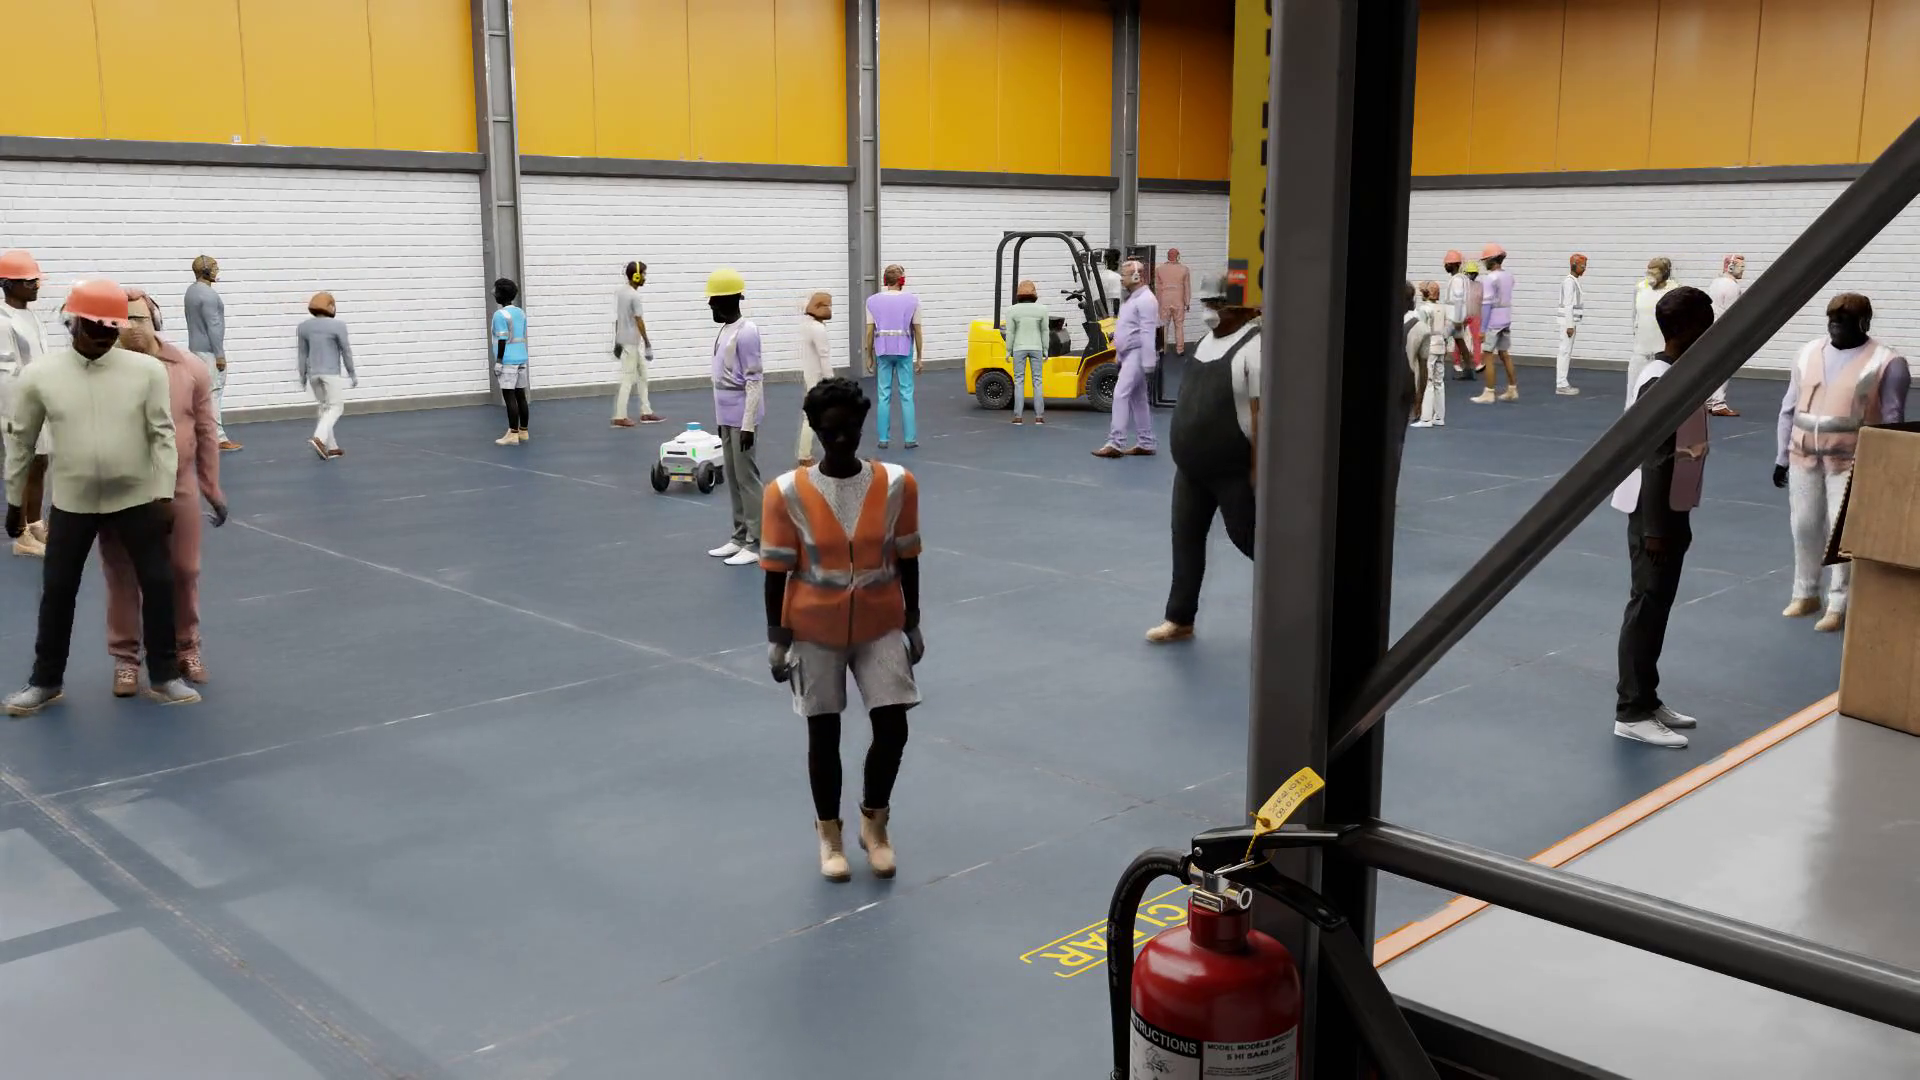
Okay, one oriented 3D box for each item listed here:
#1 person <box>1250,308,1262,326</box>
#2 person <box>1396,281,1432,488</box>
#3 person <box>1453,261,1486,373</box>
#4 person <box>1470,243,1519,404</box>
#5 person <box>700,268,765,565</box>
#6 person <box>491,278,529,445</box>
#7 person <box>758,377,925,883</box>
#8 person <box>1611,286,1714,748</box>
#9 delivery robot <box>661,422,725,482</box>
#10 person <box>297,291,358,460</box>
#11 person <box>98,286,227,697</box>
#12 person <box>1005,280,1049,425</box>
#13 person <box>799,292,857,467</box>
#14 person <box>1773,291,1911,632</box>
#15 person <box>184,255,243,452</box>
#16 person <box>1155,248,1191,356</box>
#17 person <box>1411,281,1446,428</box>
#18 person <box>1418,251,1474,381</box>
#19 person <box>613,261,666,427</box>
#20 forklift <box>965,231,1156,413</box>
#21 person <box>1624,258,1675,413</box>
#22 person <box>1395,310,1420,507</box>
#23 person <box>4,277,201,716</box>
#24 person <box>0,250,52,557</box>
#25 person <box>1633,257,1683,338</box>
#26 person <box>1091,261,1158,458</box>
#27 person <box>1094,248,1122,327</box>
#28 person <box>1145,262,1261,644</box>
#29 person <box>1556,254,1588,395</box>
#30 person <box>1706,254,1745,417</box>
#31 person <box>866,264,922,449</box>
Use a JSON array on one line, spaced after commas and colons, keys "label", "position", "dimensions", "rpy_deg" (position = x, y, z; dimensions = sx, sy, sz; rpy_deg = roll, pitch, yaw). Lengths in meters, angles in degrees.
[{"label": "person", "position": [4.310, -3.258, 24.522], "dimensions": [0.622, 1.819, 0.671], "rpy_deg": [0, 10, 0]}, {"label": "person", "position": [3.334, -1.091, 12.804], "dimensions": [0.519, 1.772, 0.960], "rpy_deg": [2, 11, 13]}, {"label": "person", "position": [7.890, -3.437, 25.738], "dimensions": [0.542, 1.714, 0.938], "rpy_deg": [-1, 10, -5]}, {"label": "person", "position": [6.799, -2.747, 21.155], "dimensions": [0.667, 2.038, 0.443], "rpy_deg": [-10, 14, -42]}, {"label": "person", "position": [-1.468, -0.797, 10.809], "dimensions": [0.382, 1.923, 0.593], "rpy_deg": [-5, 11, -24]}, {"label": "person", "position": [-4.600, -1.816, 16.982], "dimensions": [0.315, 1.697, 0.541], "rpy_deg": [2, 11, 11]}, {"label": "person", "position": [-0.375, 0.310, 5.418], "dimensions": [0.558, 1.679, 0.423], "rpy_deg": [-2, 11, -12]}, {"label": "person", "position": [2.977, -0.103, 7.049], "dimensions": [0.390, 1.917, 0.591], "rpy_deg": [6, 12, 30]}, {"label": "delivery robot", "position": [-2.236, -0.748, 14.020], "dimensions": [0.477, 0.478, 0.707], "rpy_deg": [3, 11, 15]}, {"label": "person", "position": [-6.056, -1.559, 15.796], "dimensions": [0.522, 1.610, 0.627], "rpy_deg": [2, 11, 11]}, {"label": "person", "position": [-3.800, -0.229, 7.772], "dimensions": [0.654, 1.908, 0.401], "rpy_deg": [-7, 13, -34]}, {"label": "person", "position": [0.759, -2.116, 18.794], "dimensions": [0.499, 1.633, 0.281], "rpy_deg": [-1, 10, -3]}, {"label": "person", "position": [-1.198, -1.465, 15.309], "dimensions": [0.681, 1.608, 0.520], "rpy_deg": [-2, 11, -10]}, {"label": "person", "position": [4.762, -0.430, 9.074], "dimensions": [0.429, 1.849, 0.635], "rpy_deg": [-7, 13, -34]}, {"label": "person", "position": [-7.427, -1.841, 16.461], "dimensions": [0.370, 1.941, 0.627], "rpy_deg": [-9, 14, -42]}, {"label": "person", "position": [3.755, -4.197, 29.398], "dimensions": [0.645, 1.907, 0.400], "rpy_deg": [3, 11, 16]}, {"label": "person", "position": [5.229, -2.062, 18.516], "dimensions": [0.521, 1.631, 0.324], "rpy_deg": [-10, 14, -43]}, {"label": "person", "position": [7.137, -3.279, 24.421], "dimensions": [0.938, 1.892, 0.562], "rpy_deg": [4, 11, 20]}, {"label": "person", "position": [-3.563, -2.186, 18.617], "dimensions": [0.791, 1.834, 0.534], "rpy_deg": [-6, 12, -31]}, {"label": "forklift", "position": [1.222, -2.721, 20.561], "dimensions": [2.313, 2.155, 1.214], "rpy_deg": [2, 11, 13]}, {"label": "person", "position": [7.042, -1.902, 16.892], "dimensions": [0.843, 1.909, 0.649], "rpy_deg": [-4, 11, -22]}, {"label": "person", "position": [3.305, -1.197, 13.100], "dimensions": [0.585, 1.882, 0.340], "rpy_deg": [3, 11, 17]}, {"label": "person", "position": [-3.860, -0.186, 7.412], "dimensions": [0.722, 1.957, 0.509], "rpy_deg": [-5, 12, -27]}, {"label": "person", "position": [-6.183, -0.893, 11.052], "dimensions": [0.394, 2.038, 0.607], "rpy_deg": [-1, 10, -7]}, {"label": "person", "position": [9.165, -2.778, 21.850], "dimensions": [0.624, 1.841, 0.430], "rpy_deg": [8, 13, 37]}, {"label": "person", "position": [1.563, -1.719, 15.944], "dimensions": [0.699, 1.888, 0.701], "rpy_deg": [-2, 10, -8]}, {"label": "person", "position": [2.247, -3.282, 24.299], "dimensions": [0.732, 1.936, 0.612], "rpy_deg": [-8, 13, -37]}, {"label": "person", "position": [1.447, -0.477, 8.743], "dimensions": [0.929, 2.000, 0.682], "rpy_deg": [-6, 12, -30]}, {"label": "person", "position": [8.224, -2.903, 22.399], "dimensions": [0.359, 1.886, 0.573], "rpy_deg": [5, 11, 25]}, {"label": "person", "position": [9.094, -2.422, 19.727], "dimensions": [0.401, 1.904, 0.646], "rpy_deg": [1, 10, 4]}, {"label": "person", "position": [-0.660, -1.823, 16.629], "dimensions": [0.565, 1.839, 0.387], "rpy_deg": [1, 10, 3]}]
